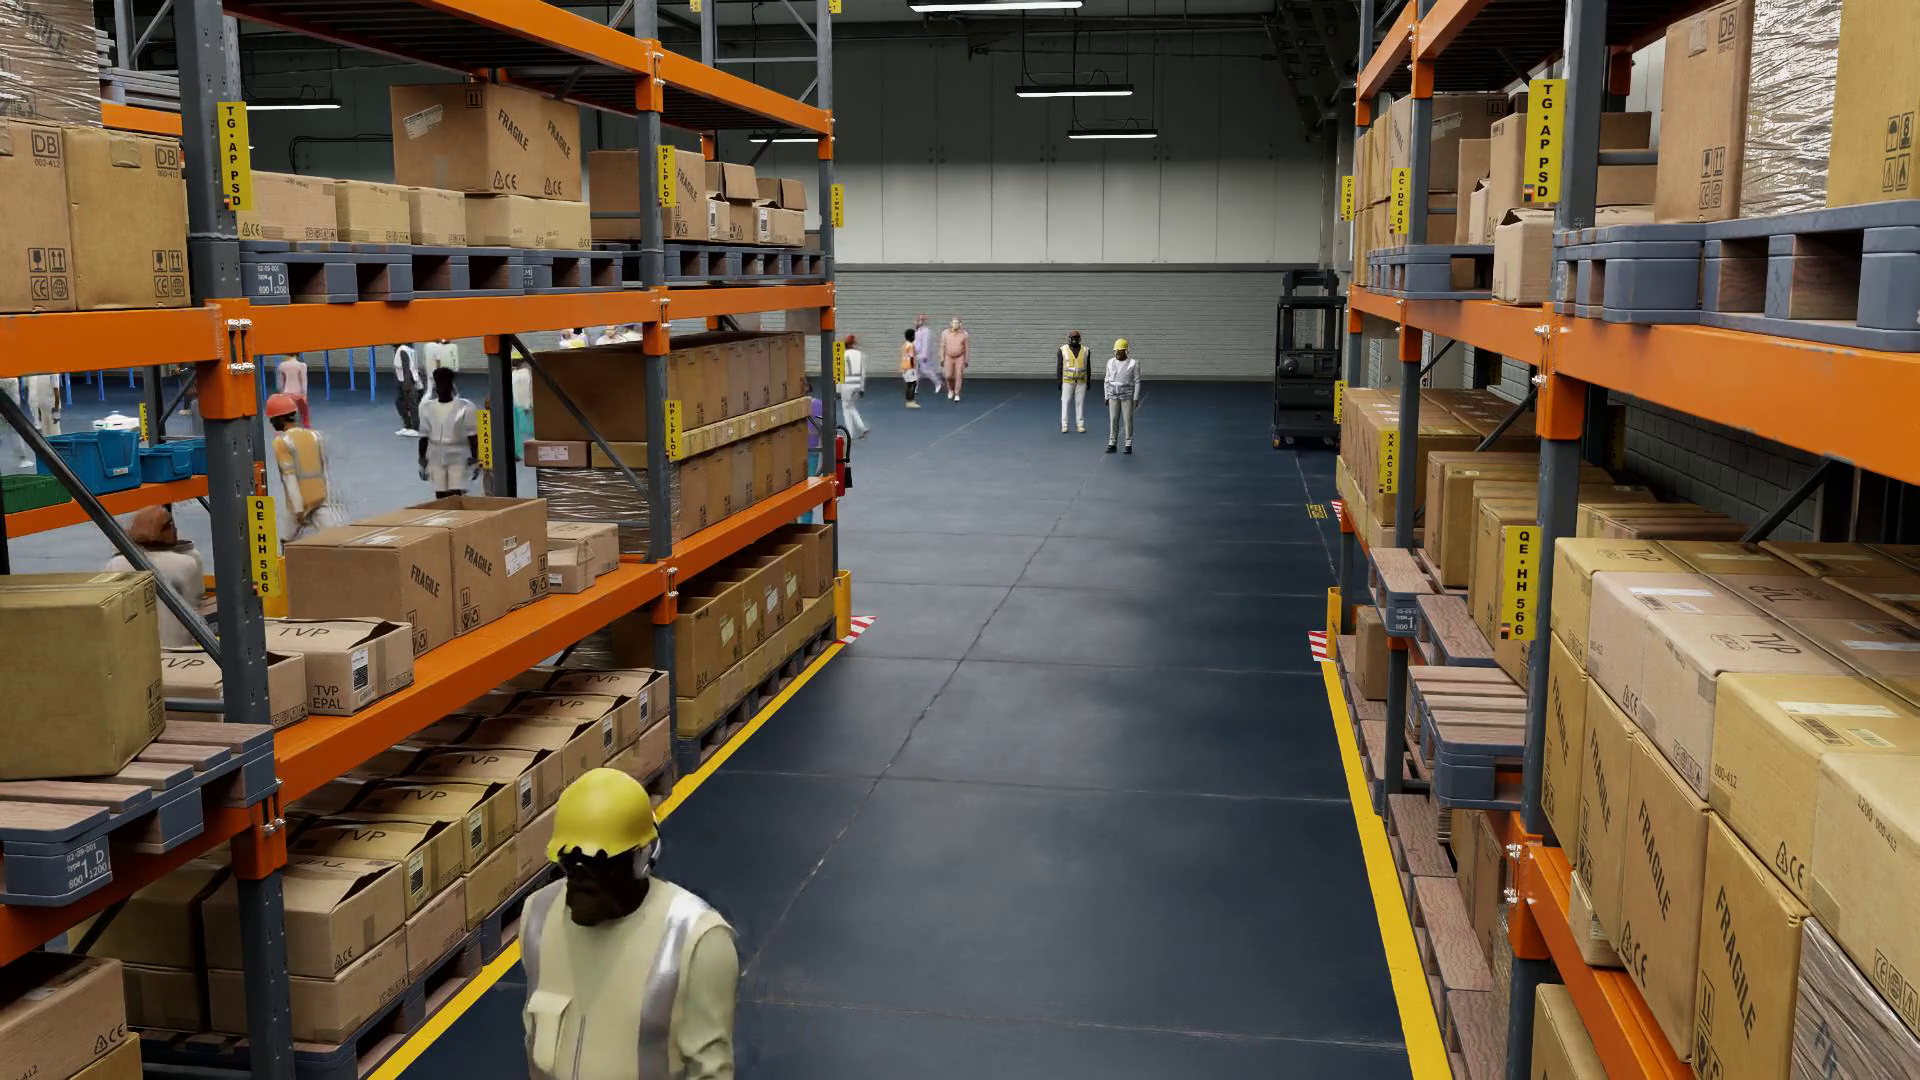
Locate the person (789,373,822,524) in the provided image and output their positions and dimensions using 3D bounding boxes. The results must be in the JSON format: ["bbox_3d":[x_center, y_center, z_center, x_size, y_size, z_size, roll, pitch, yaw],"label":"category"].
[{"bbox_3d":[-1.717,-0.908,18.044,0.594,1.831,0.437,-2,9,-13],"label":"person"}]

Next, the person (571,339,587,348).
[{"bbox_3d":[-6.505,-2.571,28.551,0.334,1.758,0.520,-5,11,-30],"label":"person"}]

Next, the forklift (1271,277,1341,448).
[{"bbox_3d":[5.847,-3.016,27.970,1.129,2.768,1.873,1,9,9],"label":"forklift"}]

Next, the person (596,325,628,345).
[{"bbox_3d":[-6.845,-3.334,32.803,0.644,1.904,0.399,-2,9,-10],"label":"person"}]

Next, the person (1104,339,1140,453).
[{"bbox_3d":[2.590,-2.315,26.736,0.600,1.829,0.404,5,10,27],"label":"person"}]

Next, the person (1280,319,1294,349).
[{"bbox_3d":[7.603,-4.258,38.680,0.336,1.844,0.508,-4,10,-24],"label":"person"}]

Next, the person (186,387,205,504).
[{"bbox_3d":[-9.296,-1.191,20.465,0.513,1.616,0.543,5,11,30],"label":"person"}]

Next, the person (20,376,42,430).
[{"bbox_3d":[-17.062,-2.824,30.533,0.496,1.623,0.517,-1,9,-5],"label":"person"}]

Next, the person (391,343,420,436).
[{"bbox_3d":[-9.852,-2.790,29.495,0.474,1.891,0.590,-5,10,-27],"label":"person"}]

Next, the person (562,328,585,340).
[{"bbox_3d":[-8.983,-4.313,38.734,0.545,1.938,0.359,0,9,-3],"label":"person"}]

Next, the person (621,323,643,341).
[{"bbox_3d":[-6.918,-3.718,35.132,0.609,1.914,0.643,7,12,38],"label":"person"}]

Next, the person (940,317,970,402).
[{"bbox_3d":[-0.111,-4.053,37.253,0.673,1.892,0.419,0,9,3],"label":"person"}]

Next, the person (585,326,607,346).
[{"bbox_3d":[-8.952,-4.687,41.156,0.642,1.910,0.919,2,9,10],"label":"person"}]

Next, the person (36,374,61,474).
[{"bbox_3d":[-13.050,-1.850,23.800,0.496,1.860,0.327,6,11,31],"label":"person"}]

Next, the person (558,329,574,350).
[{"bbox_3d":[-8.785,-3.960,37.517,0.508,1.616,0.537,8,12,40],"label":"person"}]

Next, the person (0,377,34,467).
[{"bbox_3d":[-14.125,-1.910,24.597,0.496,1.719,0.764,1,9,5],"label":"person"}]

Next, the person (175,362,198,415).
[{"bbox_3d":[-15.753,-3.566,33.943,0.537,2.000,0.678,5,11,29],"label":"person"}]

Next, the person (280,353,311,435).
[{"bbox_3d":[-11.187,-2.453,27.938,0.537,1.719,0.927,2,9,10],"label":"person"}]

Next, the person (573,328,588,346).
[{"bbox_3d":[-8.027,-3.733,35.179,0.359,1.930,0.588,-3,10,-18],"label":"person"}]

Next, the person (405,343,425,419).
[{"bbox_3d":[-10.845,-3.227,32.814,0.531,1.674,0.393,6,11,34],"label":"person"}]

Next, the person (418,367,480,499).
[{"bbox_3d":[-5.282,-0.815,17.123,0.640,1.944,0.431,1,9,8],"label":"person"}]

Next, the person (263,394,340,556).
[{"bbox_3d":[-5.619,-0.342,14.497,1.051,1.874,0.592,4,10,21],"label":"person"}]

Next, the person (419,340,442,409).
[{"bbox_3d":[-10.177,-3.182,32.110,0.487,1.832,0.902,6,11,32],"label":"person"}]

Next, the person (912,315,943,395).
[{"bbox_3d":[-0.862,-4.399,39.450,0.833,1.886,0.661,-5,10,-28],"label":"person"}]

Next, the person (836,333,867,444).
[{"bbox_3d":[-1.868,-2.566,28.160,0.442,1.870,0.598,7,12,38],"label":"person"}]

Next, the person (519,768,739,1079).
[{"bbox_3d":[-0.828,1.416,3.836,0.609,1.782,0.943,3,10,19],"label":"person"}]

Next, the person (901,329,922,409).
[{"bbox_3d":[-1.053,-3.638,35.327,0.361,1.691,0.553,-3,10,-17],"label":"person"}]

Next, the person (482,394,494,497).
[{"bbox_3d":[-4.921,-0.750,17.675,0.314,1.641,0.515,-9,13,-44],"label":"person"}]

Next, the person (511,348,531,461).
[{"bbox_3d":[-6.707,-2.092,25.614,0.665,1.742,0.533,-7,12,-38],"label":"person"}]

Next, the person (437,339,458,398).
[{"bbox_3d":[-11.137,-3.726,36.094,0.505,1.620,0.434,1,9,5],"label":"person"}]

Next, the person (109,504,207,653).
[{"bbox_3d":[-4.515,0.608,9.378,0.506,1.623,0.404,1,9,3],"label":"person"}]

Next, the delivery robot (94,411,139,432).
[{"bbox_3d":[-14.324,-1.949,28.247,0.477,0.478,0.707,4,10,22],"label":"delivery robot"}]

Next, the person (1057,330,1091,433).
[{"bbox_3d":[2.070,-2.867,30.113,0.637,1.842,0.429,-1,9,-8],"label":"person"}]
